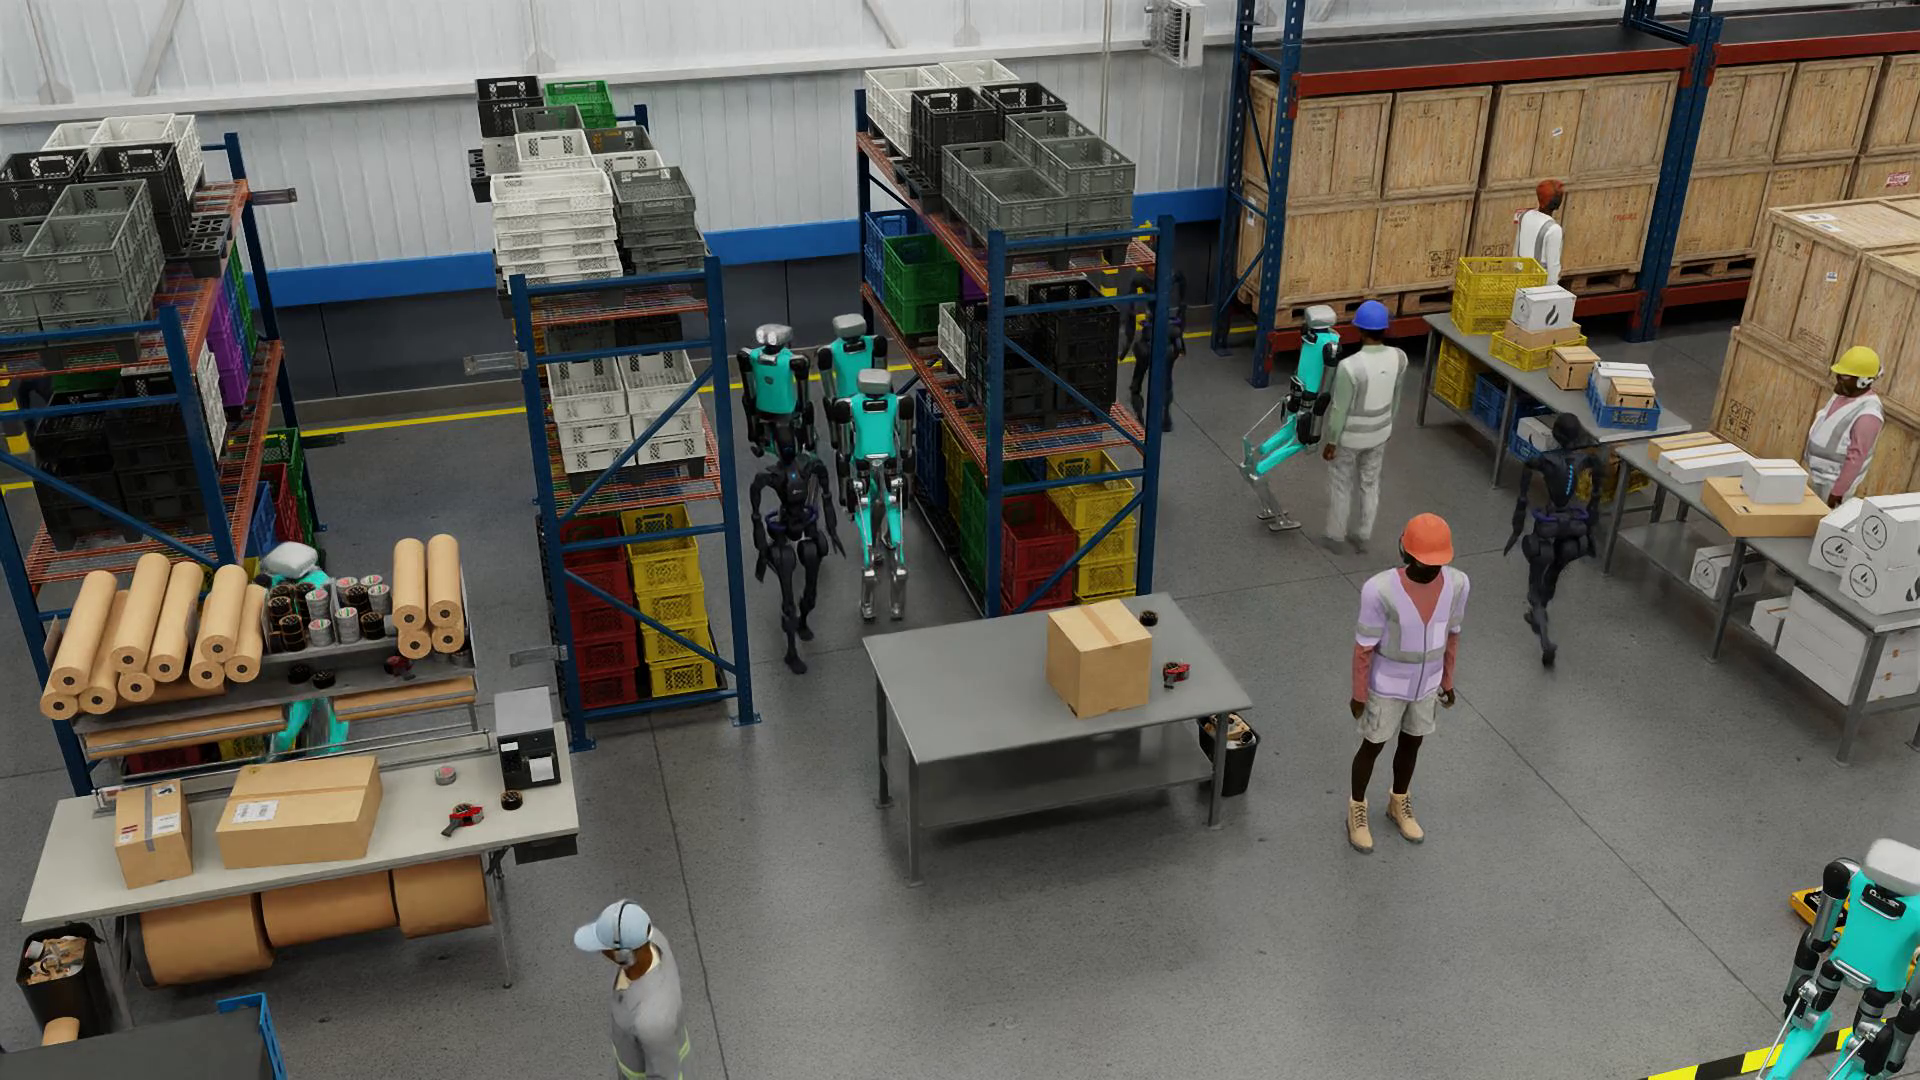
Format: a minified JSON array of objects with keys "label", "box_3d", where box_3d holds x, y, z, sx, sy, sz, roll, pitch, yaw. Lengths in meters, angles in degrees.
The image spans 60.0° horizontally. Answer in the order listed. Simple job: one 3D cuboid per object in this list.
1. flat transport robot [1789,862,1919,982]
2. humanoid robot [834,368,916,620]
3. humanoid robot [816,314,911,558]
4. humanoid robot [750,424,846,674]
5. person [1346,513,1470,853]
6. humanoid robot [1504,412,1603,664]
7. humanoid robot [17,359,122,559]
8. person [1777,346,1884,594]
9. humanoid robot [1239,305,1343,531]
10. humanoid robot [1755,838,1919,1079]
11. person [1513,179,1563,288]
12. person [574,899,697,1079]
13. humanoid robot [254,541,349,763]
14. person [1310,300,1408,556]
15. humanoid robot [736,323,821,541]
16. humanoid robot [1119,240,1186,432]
[{"label":"flat transport robot","box_3d":[5.163,1.916,8.676,1.431,0.231,0.659,-8,30,-14]},{"label":"humanoid robot","box_3d":[-0.528,-0.226,10.984,0.530,1.735,0.694,-4,29,-8]},{"label":"humanoid robot","box_3d":[-0.625,-0.683,11.859,0.564,1.742,0.849,-13,31,-22]},{"label":"humanoid robot","box_3d":[-1.037,0.013,10.707,0.608,1.648,0.608,-13,31,-23]},{"label":"person","box_3d":[2.394,0.768,8.923,0.613,2.042,0.370,-7,30,-12]},{"label":"humanoid robot","box_3d":[3.890,-0.012,10.751,0.594,1.622,0.677,-2,29,-3]},{"label":"humanoid robot","box_3d":[-6.349,-0.682,11.951,0.586,1.639,0.605,-11,31,-19]},{"label":"person","box_3d":[5.983,-0.473,11.406,0.404,1.826,0.593,4,29,7]},{"label":"humanoid robot","box_3d":[2.337,-0.871,12.117,0.728,1.693,0.532,-6,29,-10]},{"label":"humanoid robot","box_3d":[3.519,2.028,6.802,0.735,1.681,0.533,-18,34,-29]},{"label":"person","box_3d":[5.021,-2.218,14.521,0.356,1.884,0.573,-9,30,-15]},{"label":"person","box_3d":[-1.243,2.154,6.602,0.396,1.849,0.587,-7,30,-13]},{"label":"humanoid robot","box_3d":[-3.606,0.956,8.954,0.539,1.786,1.016,7,30,13]},{"label":"person","box_3d":[2.846,-0.776,11.837,0.611,1.948,0.396,-14,32,-24]},{"label":"humanoid robot","box_3d":[-1.230,-0.811,12.065,0.530,1.747,0.709,9,30,16]},{"label":"humanoid robot","box_3d":[1.627,-1.654,13.702,0.591,1.641,0.384,-12,31,-21]}]
